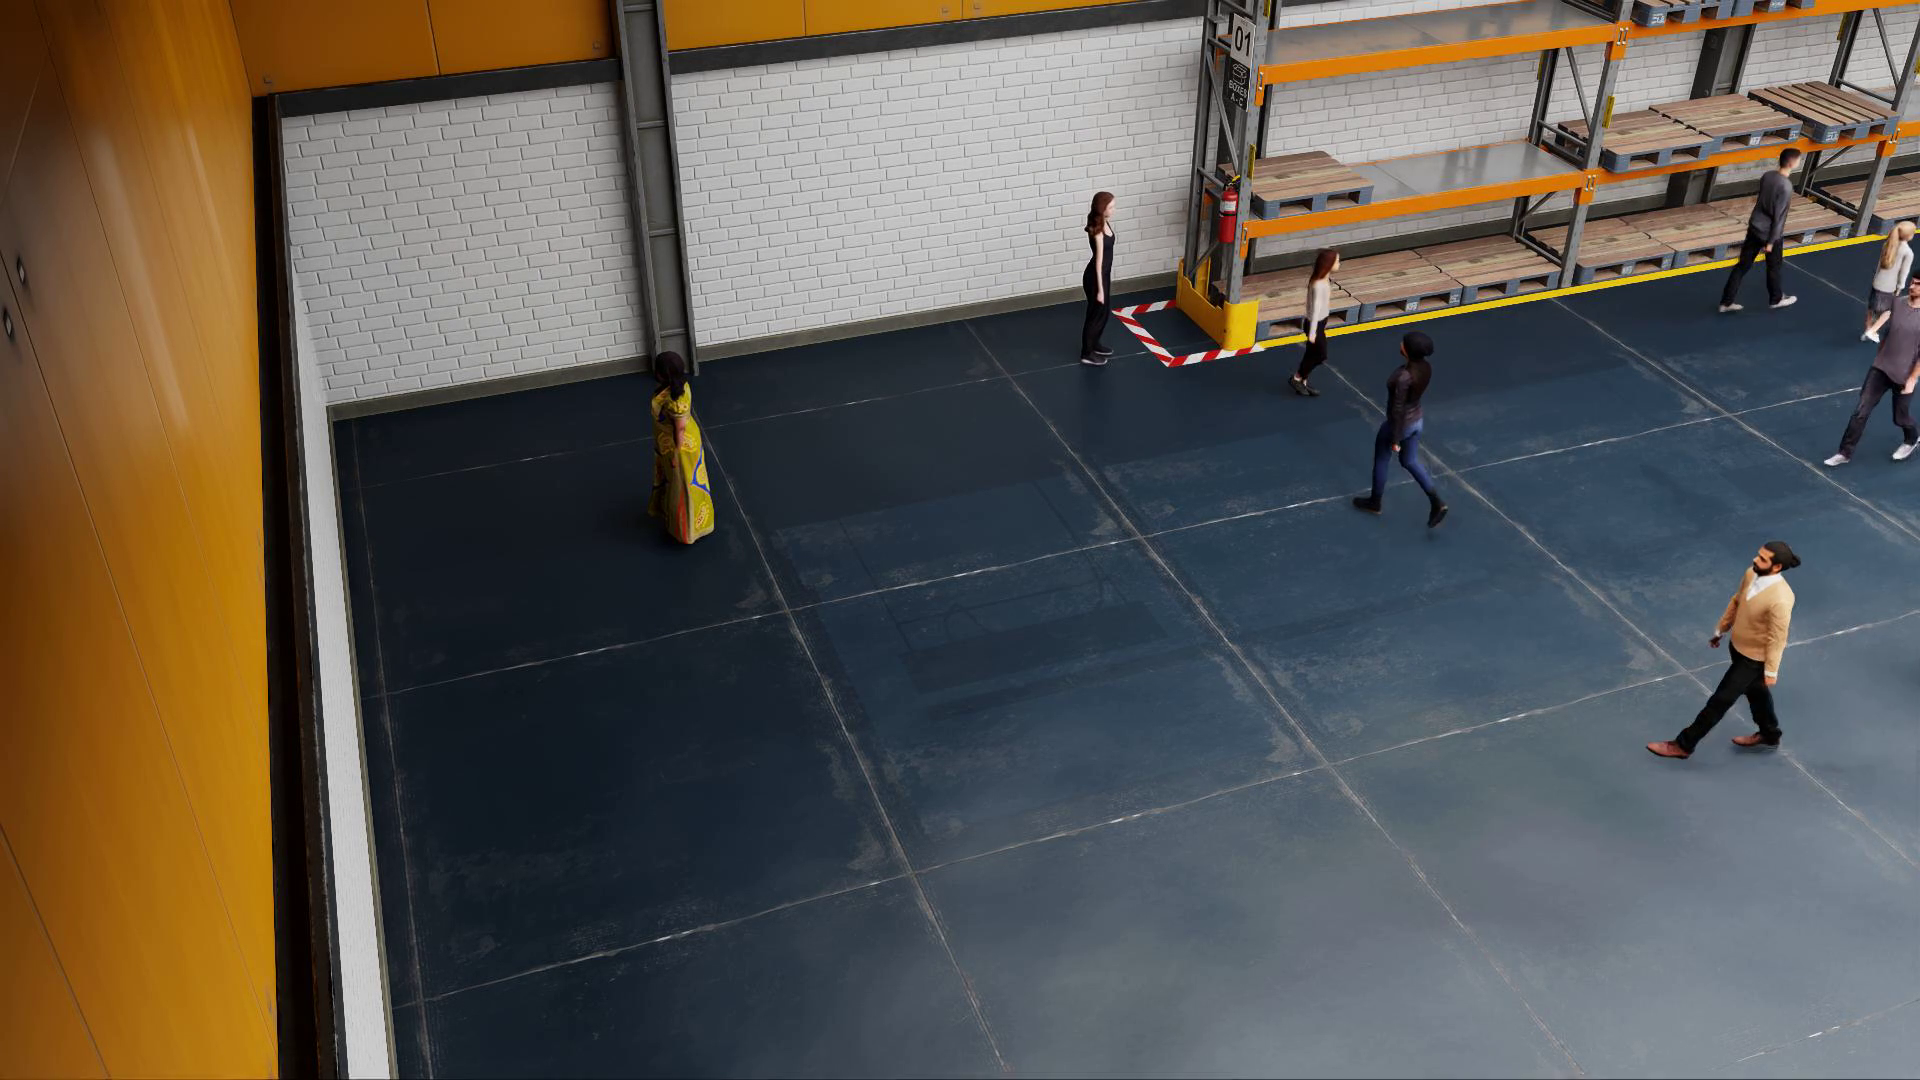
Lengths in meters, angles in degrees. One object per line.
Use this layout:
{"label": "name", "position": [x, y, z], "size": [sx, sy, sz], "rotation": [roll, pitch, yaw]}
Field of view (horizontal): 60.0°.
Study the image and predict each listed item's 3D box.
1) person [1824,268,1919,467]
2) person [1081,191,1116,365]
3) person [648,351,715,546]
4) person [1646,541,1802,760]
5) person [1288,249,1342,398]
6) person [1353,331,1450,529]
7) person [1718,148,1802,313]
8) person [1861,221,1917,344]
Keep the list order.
{"label": "person", "position": [8.062, -1.452, 14.187], "size": [1.149, 1.826, 0.752], "rotation": [-16, 37, -22]}
{"label": "person", "position": [1.300, -2.503, 15.845], "size": [0.702, 1.740, 0.680], "rotation": [7, 34, 10]}
{"label": "person", "position": [-2.255, -0.767, 13.307], "size": [0.798, 1.660, 0.877], "rotation": [-7, 34, -11]}
{"label": "person", "position": [5.294, 0.762, 10.966], "size": [1.270, 1.706, 0.977], "rotation": [2, 34, 2]}
{"label": "person", "position": [3.199, -1.990, 15.314], "size": [0.717, 1.473, 0.672], "rotation": [11, 35, 15]}
{"label": "person", "position": [3.651, -0.860, 13.391], "size": [1.091, 1.722, 0.961], "rotation": [-29, 43, -36]}
{"label": "person", "position": [8.011, -3.070, 16.709], "size": [1.033, 1.729, 0.657], "rotation": [-10, 35, -15]}
{"label": "person", "position": [9.043, -2.514, 16.288], "size": [0.574, 1.269, 0.526], "rotation": [-14, 36, -20]}
